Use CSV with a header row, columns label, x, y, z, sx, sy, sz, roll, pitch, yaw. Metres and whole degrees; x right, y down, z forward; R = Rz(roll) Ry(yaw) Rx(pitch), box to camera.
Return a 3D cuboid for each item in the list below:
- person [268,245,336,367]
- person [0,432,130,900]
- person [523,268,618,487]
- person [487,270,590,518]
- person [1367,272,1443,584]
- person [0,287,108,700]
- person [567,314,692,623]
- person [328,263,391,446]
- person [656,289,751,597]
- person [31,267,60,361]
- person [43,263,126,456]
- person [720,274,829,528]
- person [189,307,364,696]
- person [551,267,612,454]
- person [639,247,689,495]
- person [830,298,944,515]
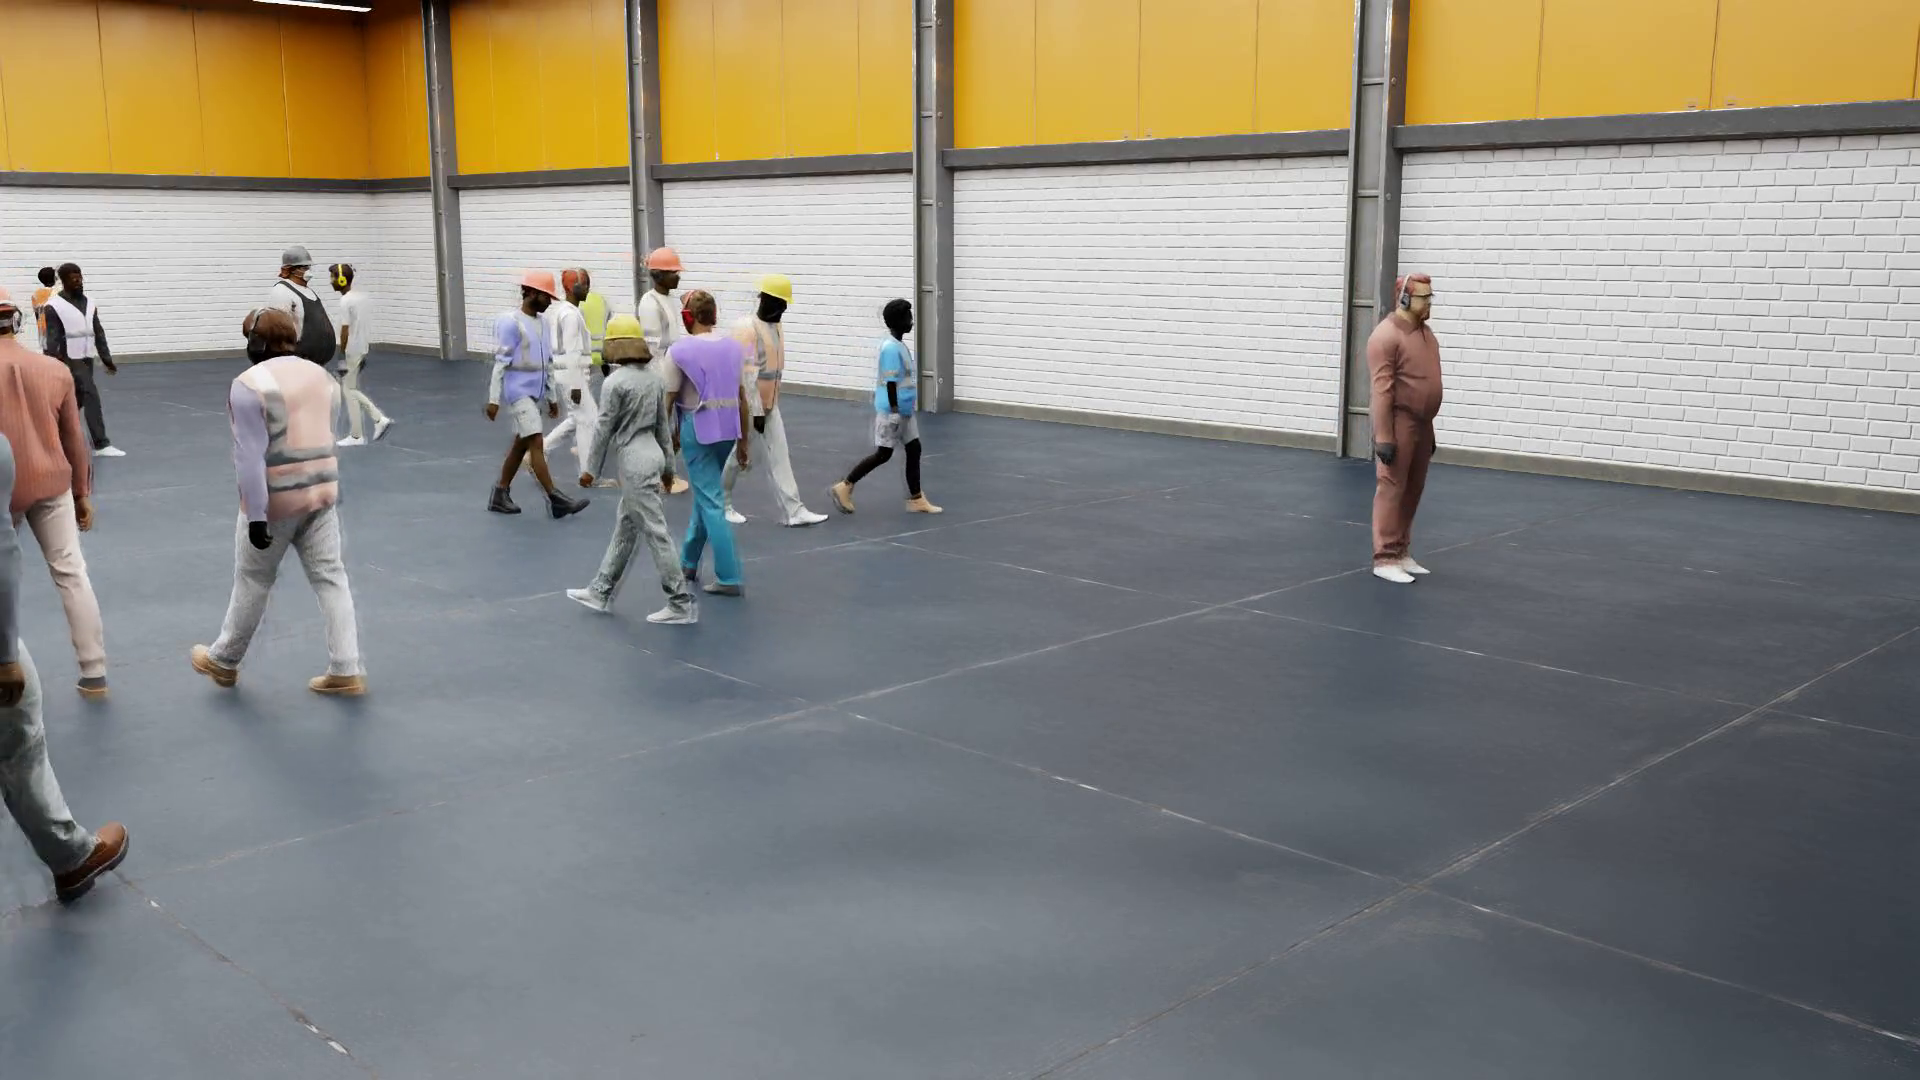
label,x,y,z,sx,sy,sz,roll,pitch,yaw
person,-6.172,-1.756,15.718,0.535,2.000,0.674,0,10,0
person,-3.015,0.274,5.033,0.664,1.892,0.962,1,10,8
person,-3.322,-1.361,14.076,0.678,1.866,0.588,-4,11,-19
person,-3.260,-1.103,12.631,0.918,1.863,0.628,4,11,19
person,2.778,-0.698,10.325,0.407,1.908,0.647,9,14,41
person,-4.398,-0.222,7.732,1.040,1.906,0.629,8,13,38
person,-1.864,-0.387,9.178,0.879,1.690,0.483,4,11,19
person,-6.119,-1.864,16.824,0.446,1.852,0.561,-1,10,-3
person,-1.612,-0.585,9.980,0.902,1.808,0.571,8,13,36
person,-12.452,-2.890,22.833,0.535,1.700,0.318,3,11,16
person,-8.598,-1.738,16.075,0.934,1.881,0.599,1,10,8
person,-1.453,-1.012,12.192,0.989,1.856,0.598,5,11,25
person,-3.187,-0.173,7.745,0.928,1.799,0.630,5,12,27
person,-3.700,-1.739,16.228,0.453,1.827,0.634,6,12,30
person,-2.377,-1.363,13.598,0.449,2.030,0.634,2,11,11
person,-0.566,-1.003,12.638,0.799,1.670,0.537,1,10,7
